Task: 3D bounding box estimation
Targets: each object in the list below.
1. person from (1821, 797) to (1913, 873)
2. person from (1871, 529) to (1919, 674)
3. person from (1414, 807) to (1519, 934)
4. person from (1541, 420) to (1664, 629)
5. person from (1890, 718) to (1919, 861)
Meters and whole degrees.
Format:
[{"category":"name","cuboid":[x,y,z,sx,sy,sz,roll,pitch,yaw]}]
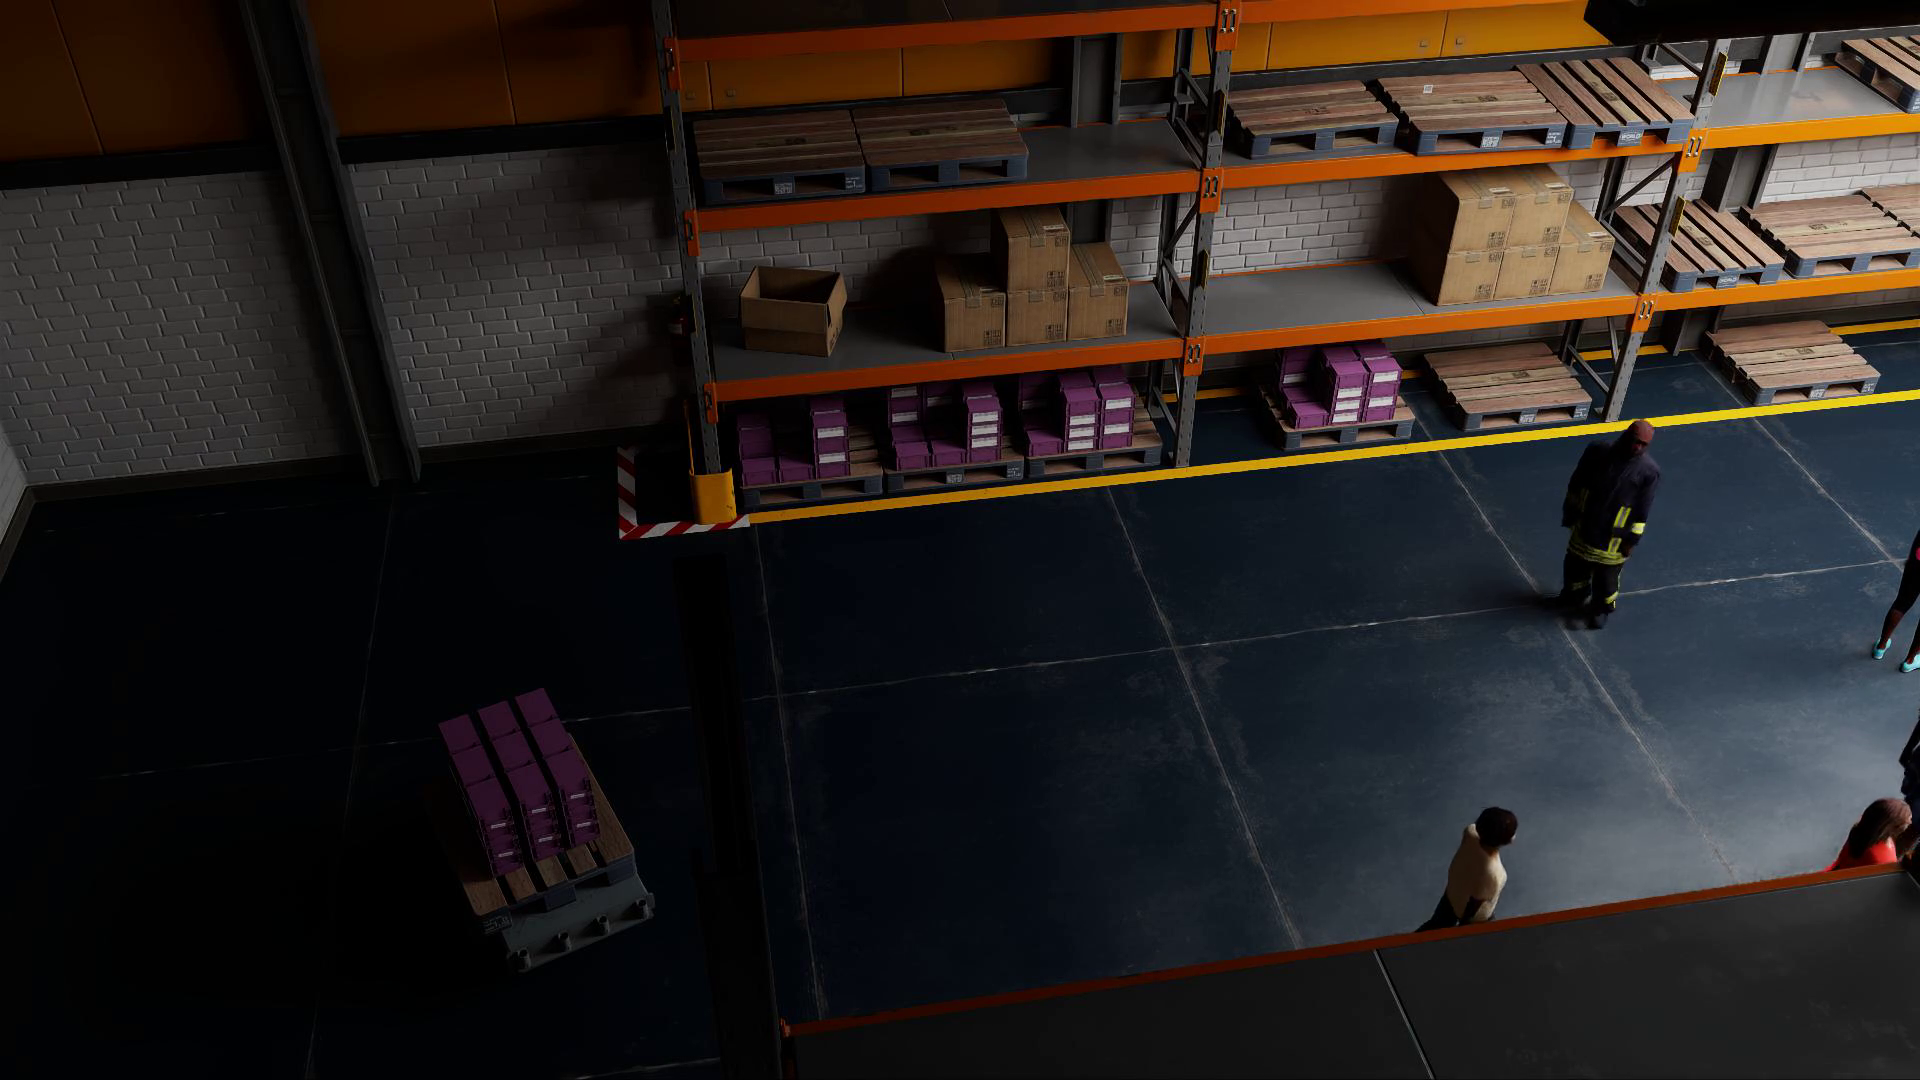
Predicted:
[{"category":"person","cuboid":[5.045,2.087,9.700,1.181,1.645,0.885,7,39,9]},{"category":"person","cuboid":[7.022,0.210,11.986,0.689,1.724,0.660,-28,46,-30]},{"category":"person","cuboid":[2.891,2.129,9.722,1.003,1.551,0.586,-7,39,-8]},{"category":"person","cuboid":[4.792,-0.165,12.389,0.925,1.808,0.906,-19,43,-23]},{"category":"person","cuboid":[6.001,1.534,10.301,1.240,1.759,0.900,-20,43,-23]}]
